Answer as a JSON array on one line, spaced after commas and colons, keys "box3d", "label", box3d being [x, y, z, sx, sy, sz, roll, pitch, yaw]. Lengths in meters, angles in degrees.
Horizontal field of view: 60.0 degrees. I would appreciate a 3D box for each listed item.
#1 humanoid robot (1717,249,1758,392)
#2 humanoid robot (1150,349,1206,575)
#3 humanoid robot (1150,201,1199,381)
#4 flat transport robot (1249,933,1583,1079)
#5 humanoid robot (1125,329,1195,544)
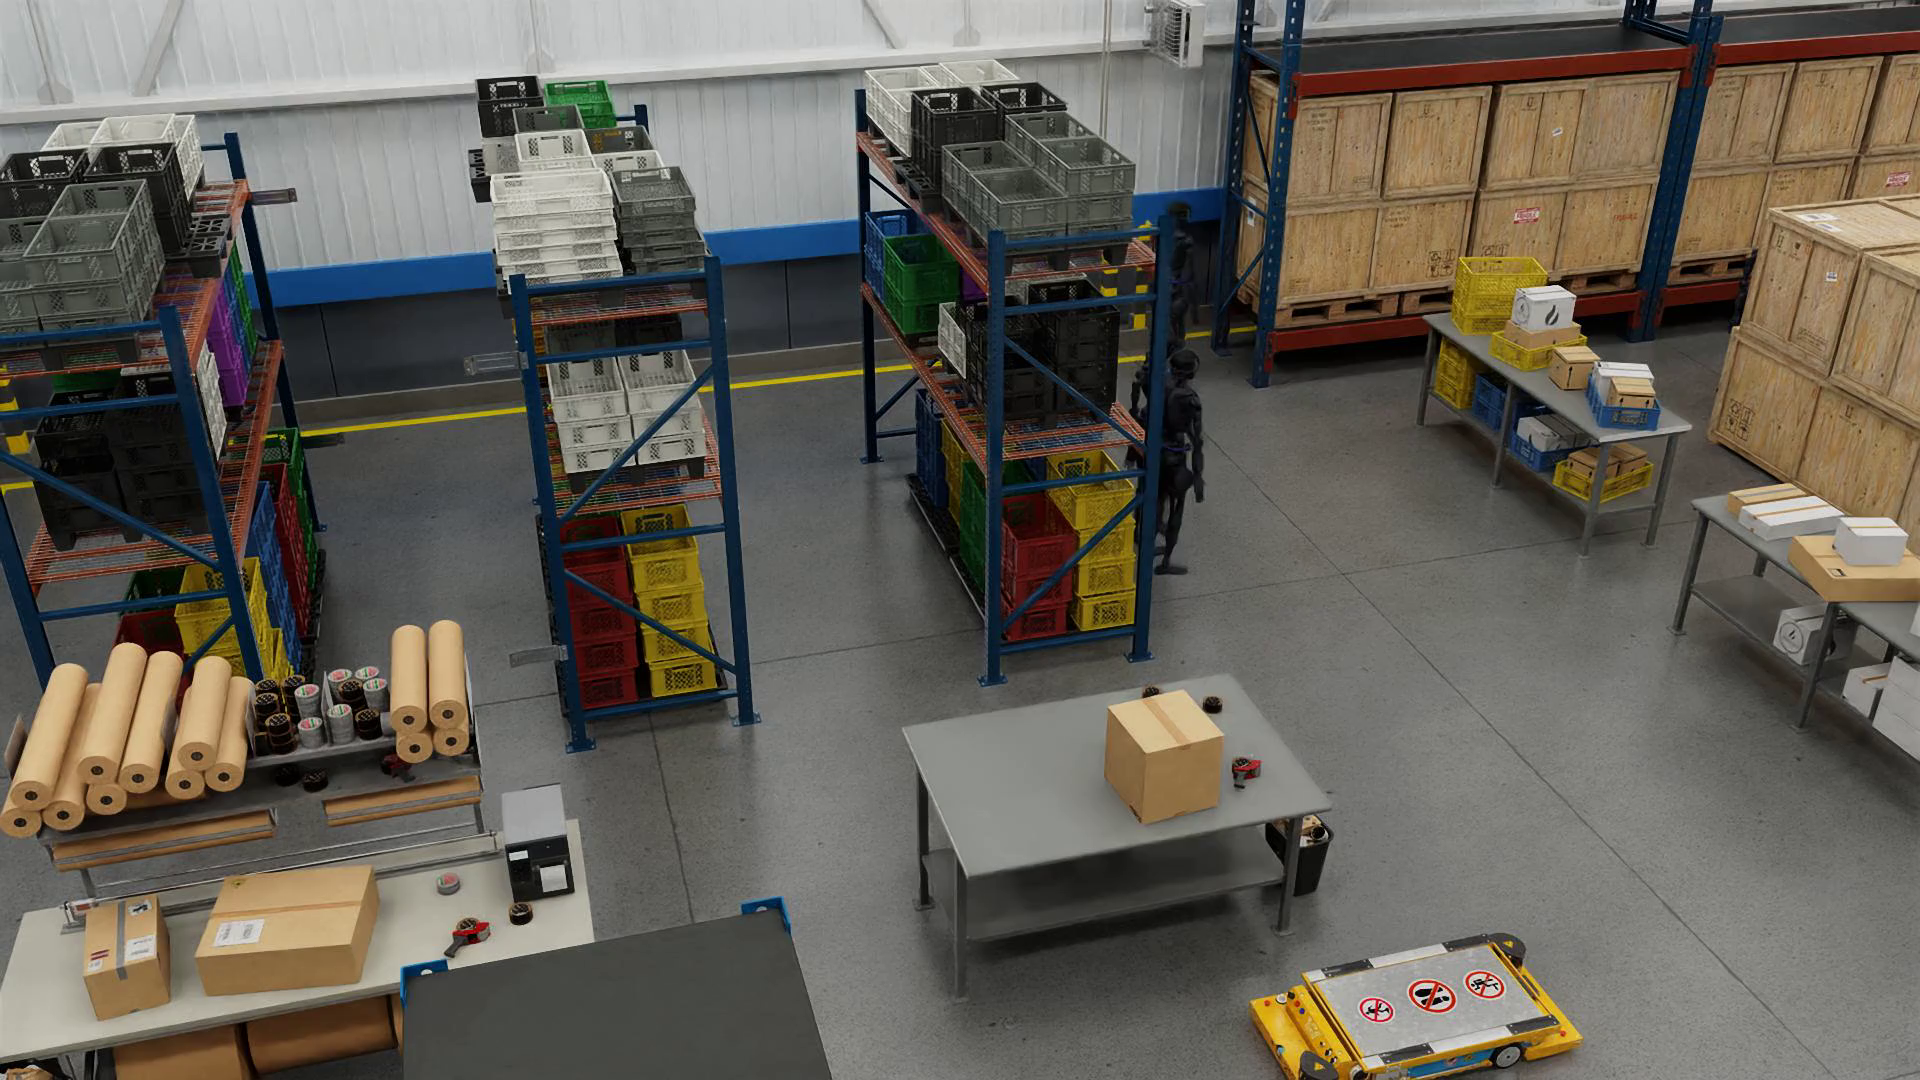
[{"box3d": [6.916, -1.975, 14.291, 0.568, 1.650, 0.336, 2, 29, 3], "label": "humanoid robot"}, {"box3d": [1.498, -0.550, 11.710, 0.342, 1.651, 0.623, -13, 31, -22], "label": "humanoid robot"}, {"box3d": [1.888, -2.168, 14.657, 0.342, 1.642, 0.650, -13, 31, -23], "label": "humanoid robot"}, {"box3d": [2.184, 2.282, 7.980, 1.431, 0.197, 0.652, -8, 30, -14], "label": "flat transport robot"}, {"box3d": [1.445, -0.769, 12.097, 0.587, 1.651, 0.378, -24, 37, -37], "label": "humanoid robot"}]
